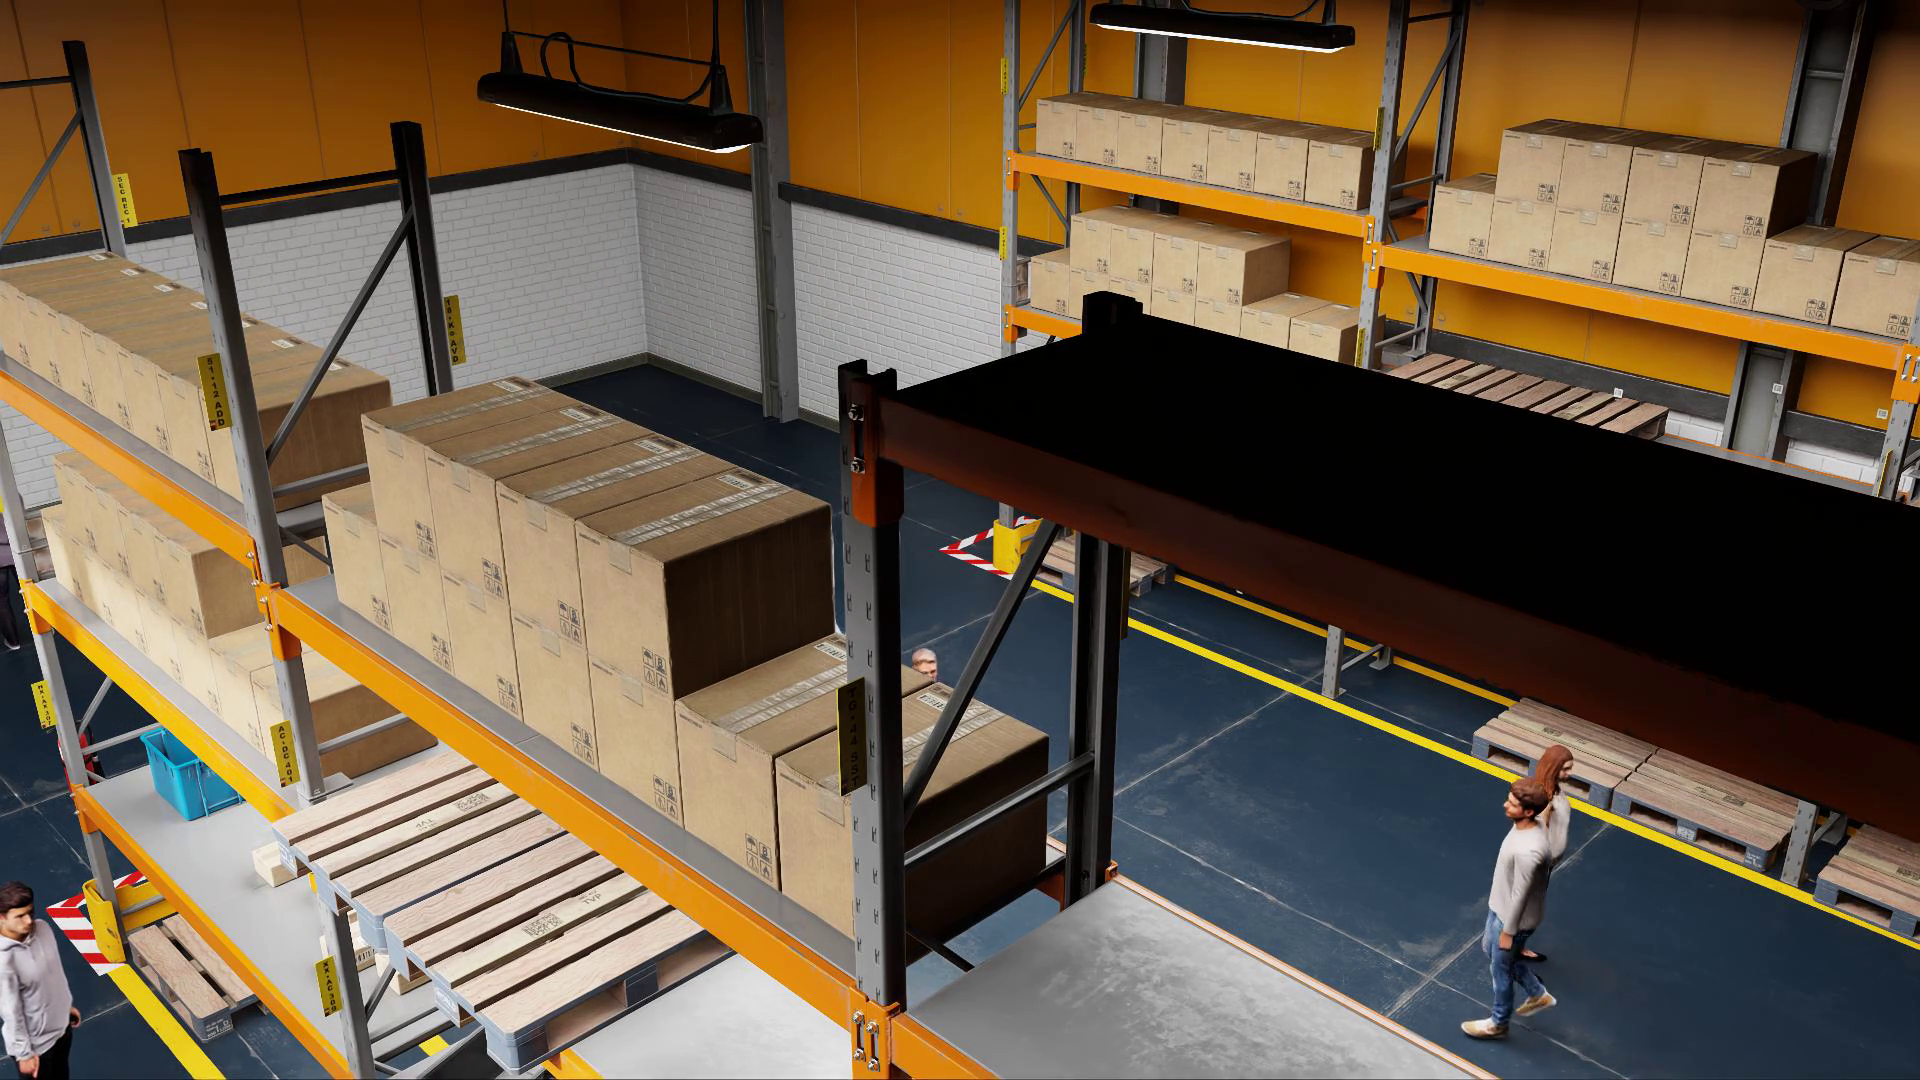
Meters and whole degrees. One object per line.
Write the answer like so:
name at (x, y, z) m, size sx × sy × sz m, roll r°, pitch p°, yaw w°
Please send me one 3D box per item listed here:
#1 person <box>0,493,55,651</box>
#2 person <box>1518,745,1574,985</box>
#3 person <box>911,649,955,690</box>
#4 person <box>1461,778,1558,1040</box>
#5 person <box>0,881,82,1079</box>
person at (-8.868, 0.125, 15.456) m, size 0.722 × 1.850 × 0.623 m, roll -14°, pitch 27°, yaw -29°
person at (3.828, 2.124, 11.046) m, size 0.602 × 1.719 × 0.633 m, roll 11°, pitch 26°, yaw 24°
person at (-0.273, 1.567, 12.261) m, size 0.835 × 1.766 × 1.255 m, roll -15°, pitch 28°, yaw -31°
person at (3.547, 2.325, 10.374) m, size 0.953 × 1.889 × 0.877 m, roll 6°, pitch 24°, yaw 14°
person at (-5.194, 2.752, 9.350) m, size 0.818 × 1.927 × 0.757 m, roll 0°, pitch 24°, yaw 0°
